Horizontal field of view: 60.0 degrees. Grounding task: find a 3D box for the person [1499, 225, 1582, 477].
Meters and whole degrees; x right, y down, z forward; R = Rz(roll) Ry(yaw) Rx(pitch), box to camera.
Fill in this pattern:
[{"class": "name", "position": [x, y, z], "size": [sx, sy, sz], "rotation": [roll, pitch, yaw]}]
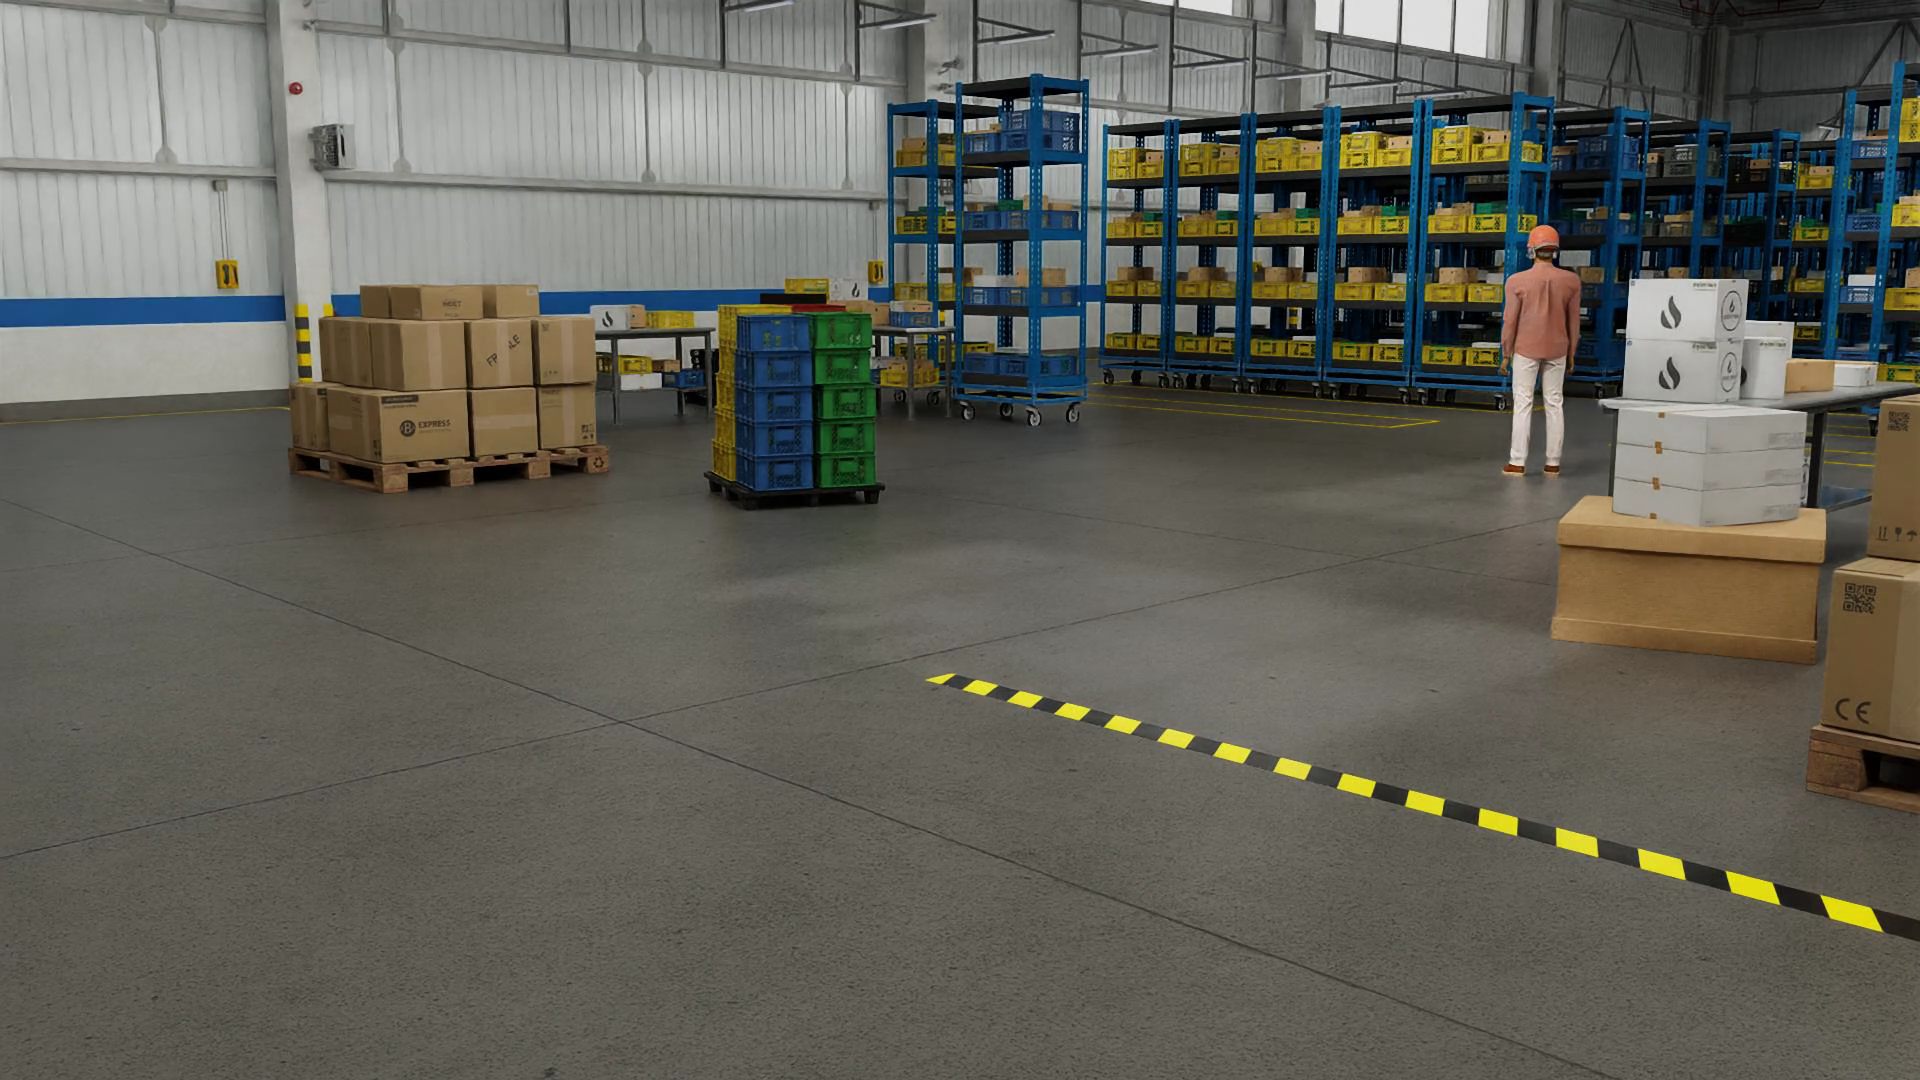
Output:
[{"class": "person", "position": [4.596, -1.487, 13.203], "size": [0.613, 1.997, 0.374], "rotation": [0, 9, 1]}]
